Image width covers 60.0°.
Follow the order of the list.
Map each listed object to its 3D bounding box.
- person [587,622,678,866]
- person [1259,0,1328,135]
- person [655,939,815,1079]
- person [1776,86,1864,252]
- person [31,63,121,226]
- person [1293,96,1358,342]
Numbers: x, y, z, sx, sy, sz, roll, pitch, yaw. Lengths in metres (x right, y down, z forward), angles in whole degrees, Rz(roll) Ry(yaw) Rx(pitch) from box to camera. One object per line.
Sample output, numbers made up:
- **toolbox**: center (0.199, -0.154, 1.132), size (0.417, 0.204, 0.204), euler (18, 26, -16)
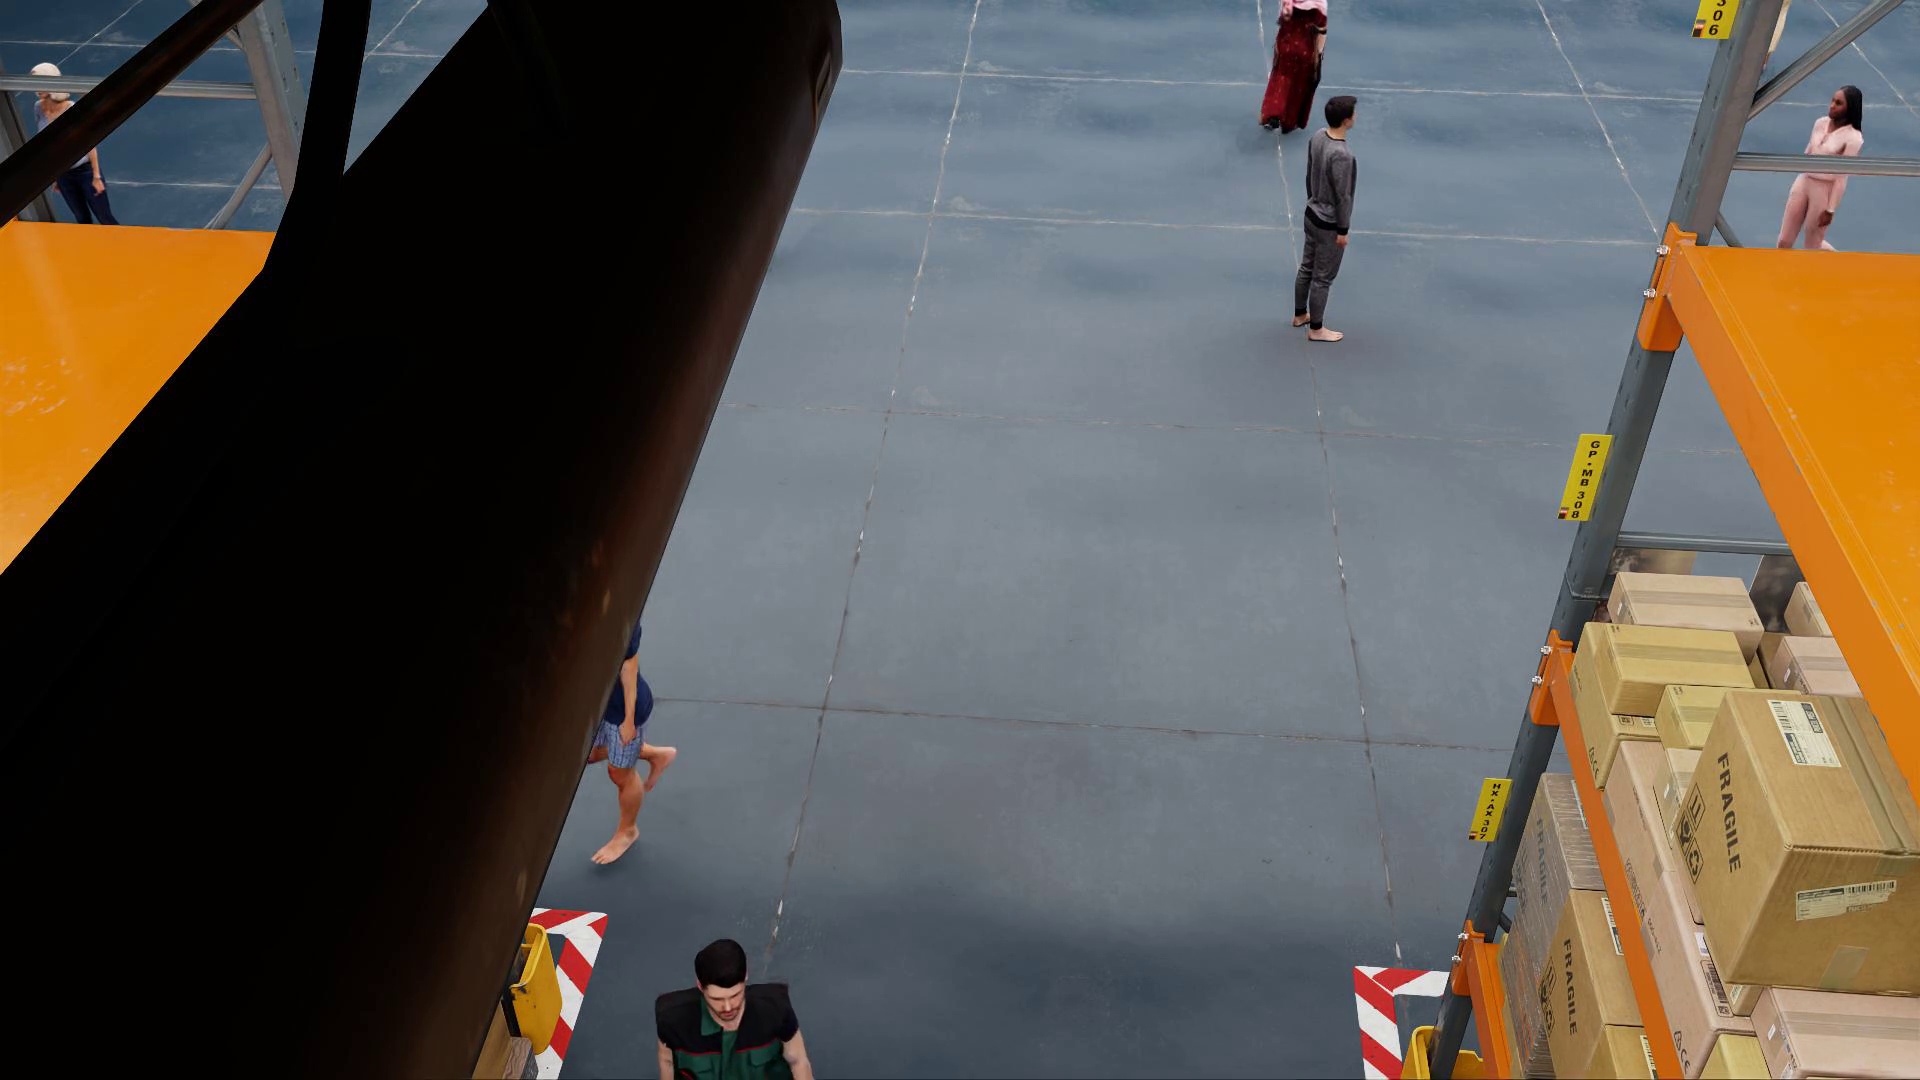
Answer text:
- **person**: center (-1.637, 0.740, 8.064), size (0.910, 1.834, 1.016), euler (28, 46, 31)
- **person**: center (2.958, -4.351, 14.738), size (0.809, 1.628, 0.856), euler (27, 45, 30)
- **person**: center (-0.848, 2.090, 6.327), size (0.966, 1.847, 1.275), euler (-8, 39, -10)
- **person**: center (6.429, -2.542, 12.361), size (0.917, 1.706, 1.001), euler (-11, 39, -14)
- **person**: center (-6.727, -2.802, 12.681), size (0.606, 1.722, 0.541), euler (7, 39, 9)
- **person**: center (2.634, -2.318, 11.965), size (0.805, 1.844, 0.639), euler (-11, 39, -13)
